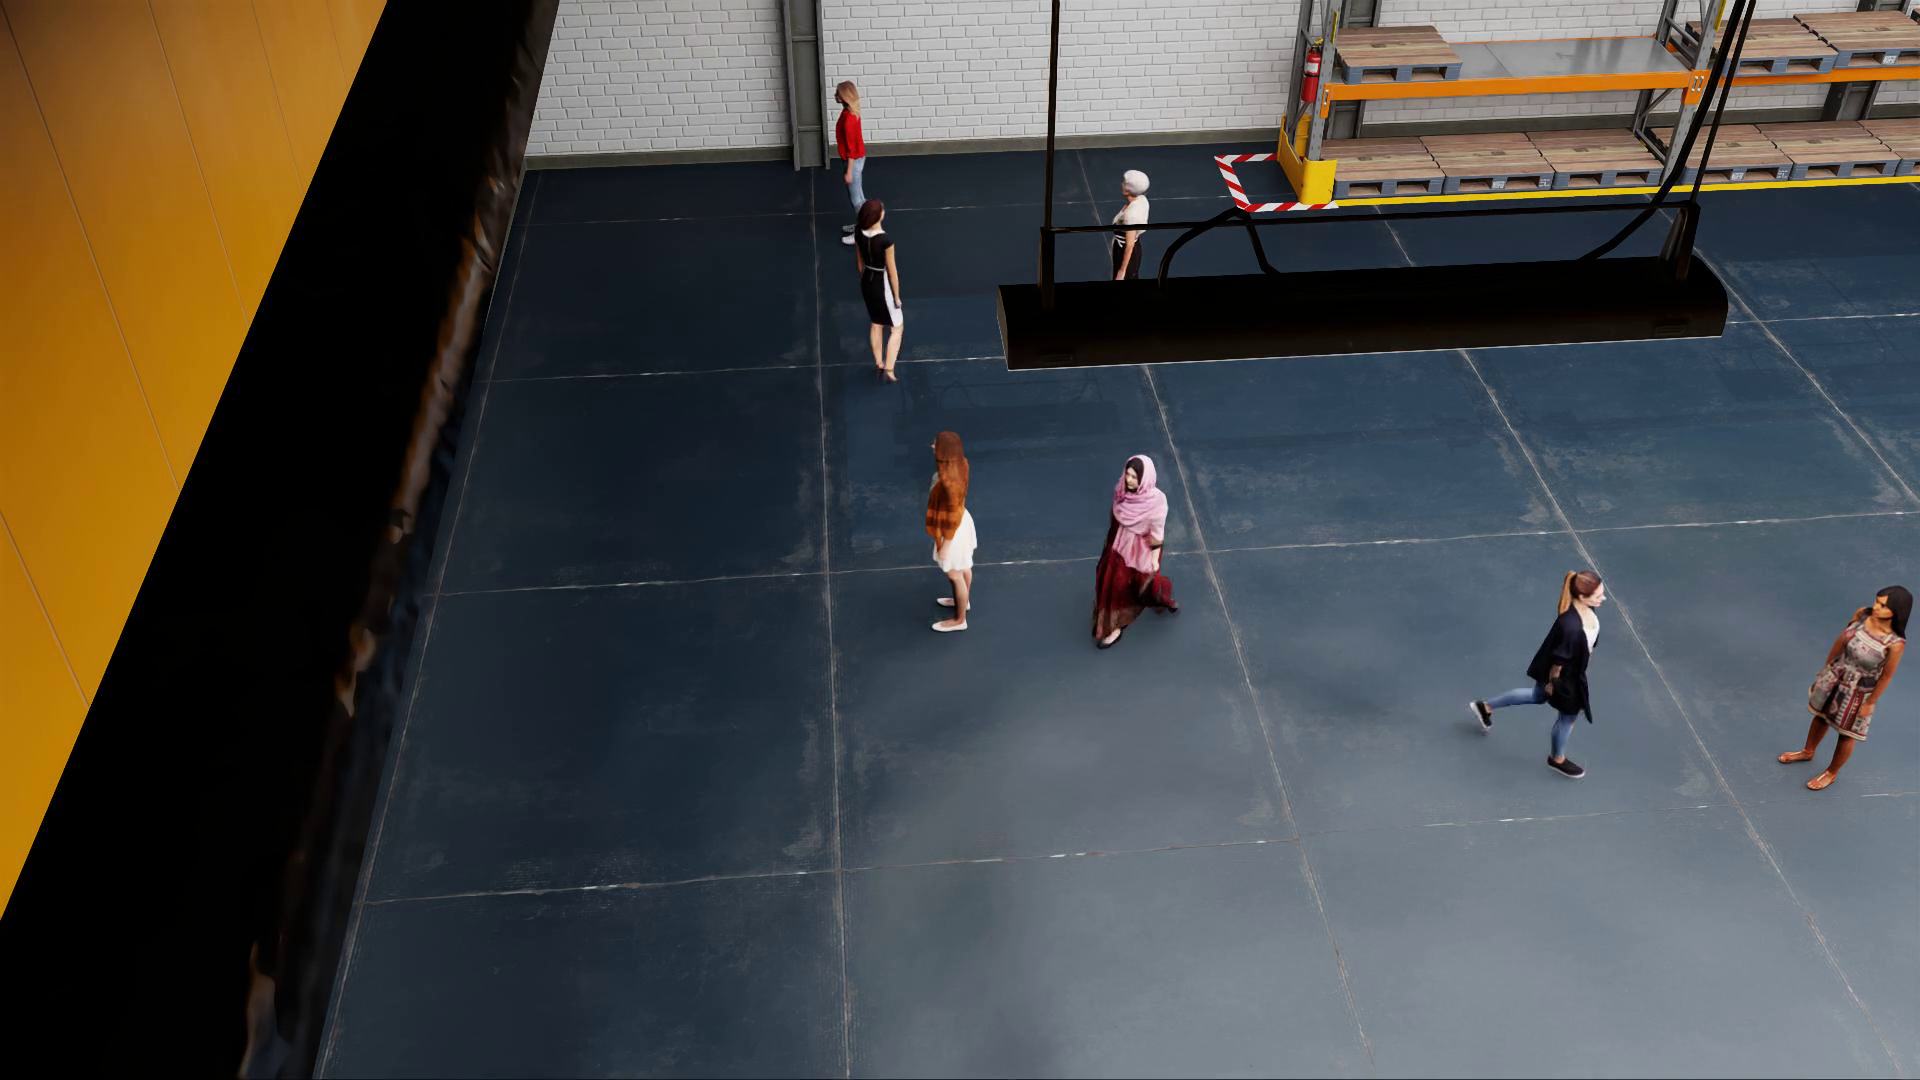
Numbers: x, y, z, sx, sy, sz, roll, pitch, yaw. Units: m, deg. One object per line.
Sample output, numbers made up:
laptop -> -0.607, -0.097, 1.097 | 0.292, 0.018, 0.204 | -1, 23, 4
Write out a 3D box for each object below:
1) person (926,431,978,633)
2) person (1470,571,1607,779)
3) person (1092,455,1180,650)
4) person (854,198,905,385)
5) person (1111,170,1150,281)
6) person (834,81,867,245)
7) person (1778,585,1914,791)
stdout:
person -> -0.039, -0.075, 12.035 | 0.646, 1.723, 0.674 | 6, 39, 7
person -> 3.876, 0.824, 10.960 | 1.162, 1.659, 0.987 | 18, 42, 21
person -> 1.298, 0.041, 11.976 | 1.004, 1.615, 1.076 | 30, 47, 32
person -> -0.735, -2.134, 14.557 | 0.701, 1.792, 0.775 | 25, 45, 28
person -> 1.538, -2.532, 15.086 | 0.679, 1.755, 0.714 | 12, 40, 15
person -> -1.077, -3.790, 16.701 | 0.548, 1.704, 0.640 | 2, 39, 2
person -> 5.822, 0.936, 10.831 | 0.617, 1.645, 0.699 | -12, 40, -15
